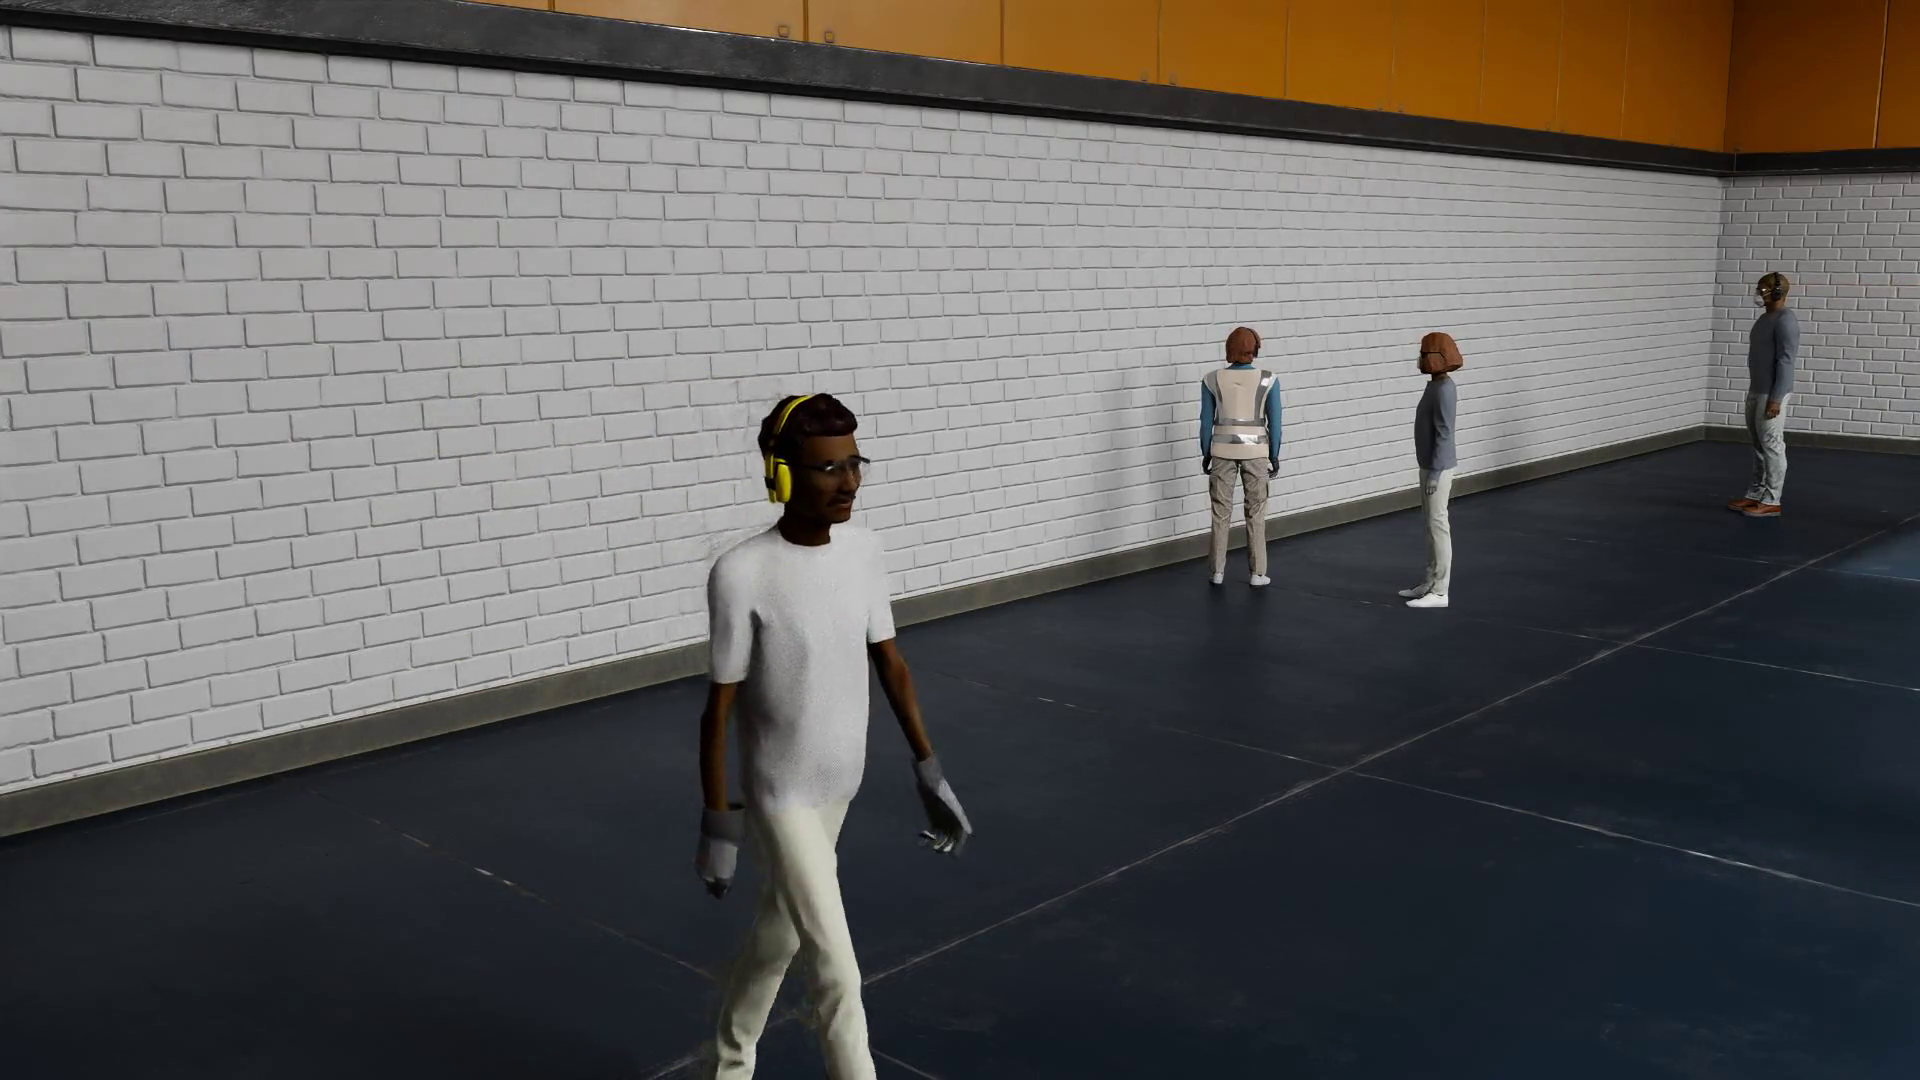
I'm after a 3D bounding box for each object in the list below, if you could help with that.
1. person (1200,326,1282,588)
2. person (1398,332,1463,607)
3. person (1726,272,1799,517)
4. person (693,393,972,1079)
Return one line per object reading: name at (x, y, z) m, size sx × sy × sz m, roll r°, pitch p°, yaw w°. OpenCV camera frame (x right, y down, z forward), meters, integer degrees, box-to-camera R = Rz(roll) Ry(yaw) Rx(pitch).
person at (1.756, -0.511, 10.438) m, size 0.514 × 1.640 × 0.308 m, roll 3°, pitch 10°, yaw 16°
person at (2.811, -0.415, 9.901) m, size 0.285 × 1.633 × 0.498 m, roll 1°, pitch 10°, yaw 8°
person at (6.426, -1.155, 13.251) m, size 0.368 × 1.939 × 0.633 m, roll 1°, pitch 10°, yaw 7°
person at (-0.271, 0.585, 3.698) m, size 0.988 × 1.816 × 0.531 m, roll 7°, pitch 12°, yaw 34°
